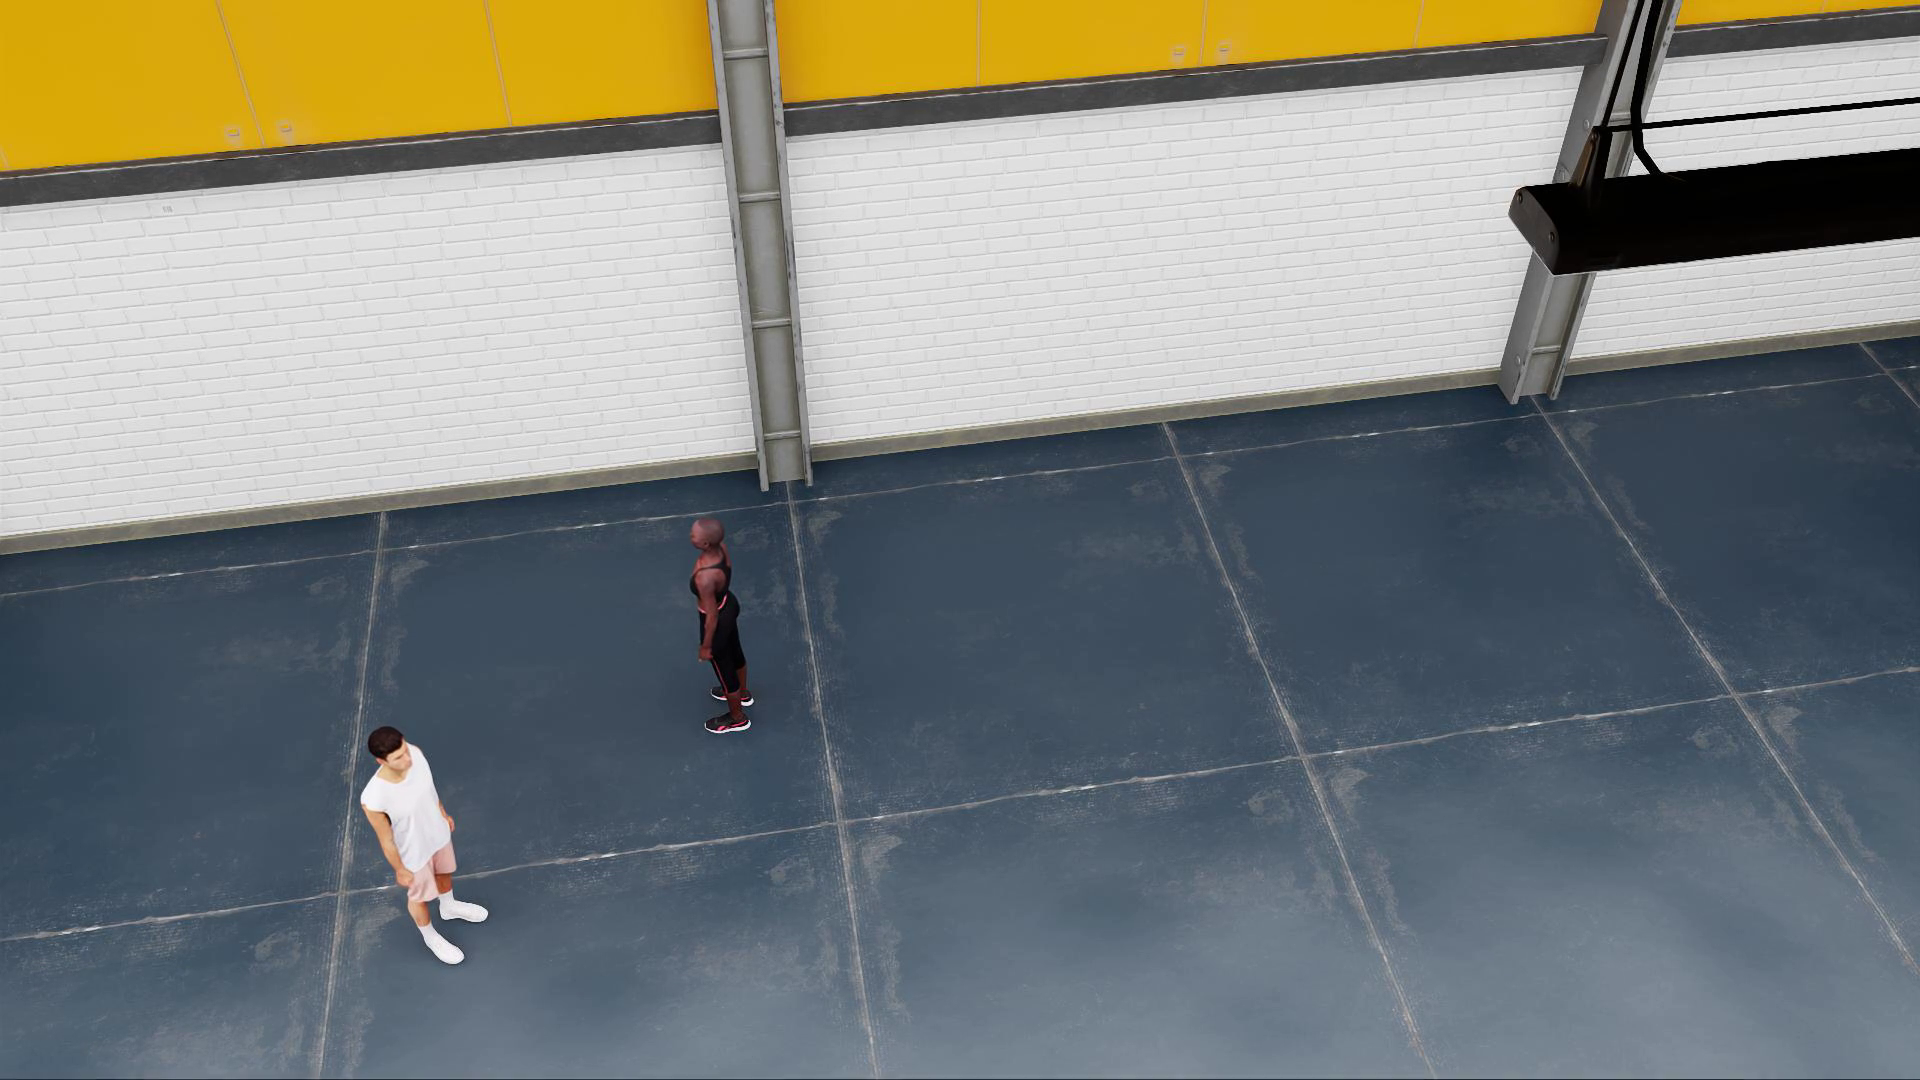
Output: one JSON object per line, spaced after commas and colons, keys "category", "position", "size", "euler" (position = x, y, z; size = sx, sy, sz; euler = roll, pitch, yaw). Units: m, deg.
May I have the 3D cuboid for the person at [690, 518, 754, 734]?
{"category": "person", "position": [-1.484, 0.512, 10.348], "size": [0.616, 1.757, 0.640], "euler": [4, 44, 4]}

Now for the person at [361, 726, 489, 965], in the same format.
{"category": "person", "position": [-2.994, 1.633, 9.148], "size": [0.746, 1.789, 0.735], "euler": [14, 45, 14]}
